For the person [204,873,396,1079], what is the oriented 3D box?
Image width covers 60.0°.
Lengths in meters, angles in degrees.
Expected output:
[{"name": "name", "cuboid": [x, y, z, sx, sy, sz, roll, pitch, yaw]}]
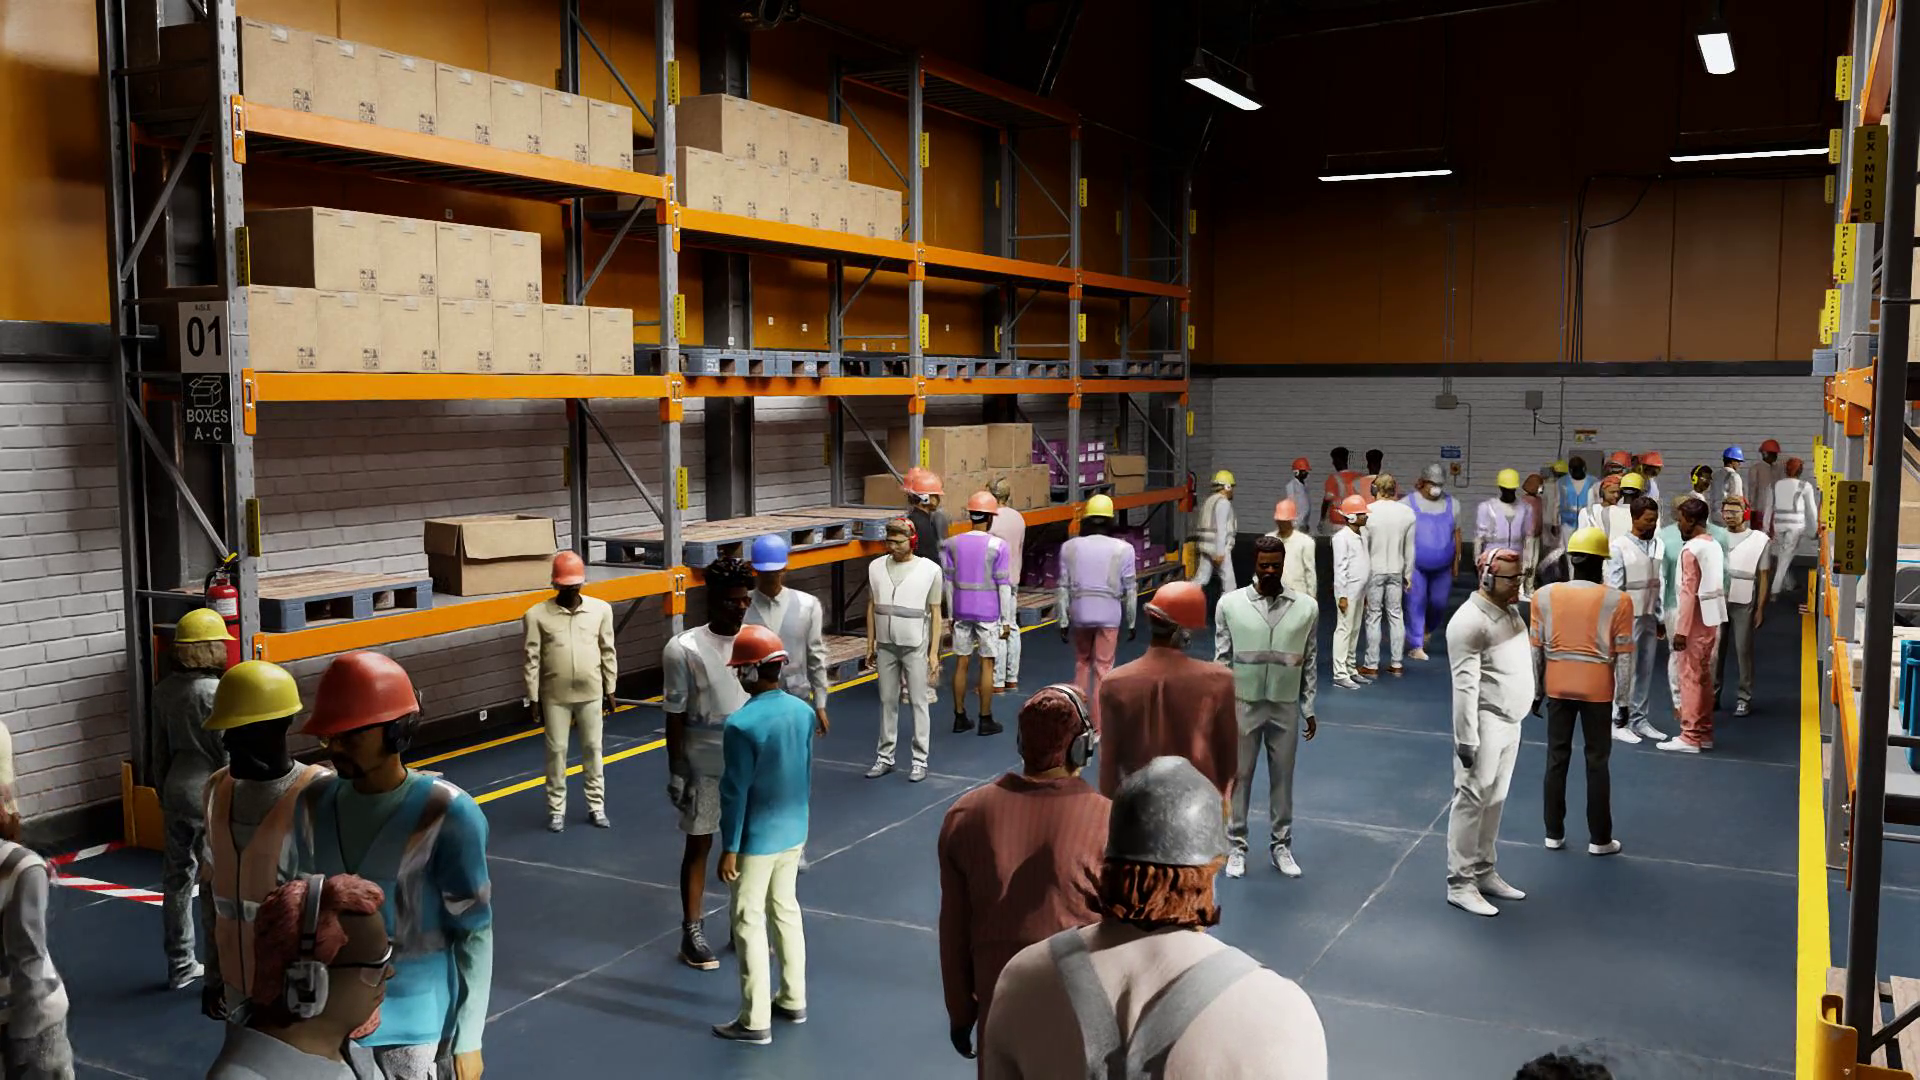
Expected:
[{"name": "person", "cuboid": [-1.134, 1.532, 2.966, 0.401, 1.900, 0.643, -1, 5, -10]}]

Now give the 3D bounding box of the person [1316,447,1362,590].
[{"name": "person", "cuboid": [5.076, -0.280, 22.260, 0.603, 1.935, 0.562, -3, 6, -33]}]

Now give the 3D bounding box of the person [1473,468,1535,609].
[{"name": "person", "cuboid": [5.682, 0.188, 17.395, 0.623, 1.905, 0.552, 0, 5, -2]}]

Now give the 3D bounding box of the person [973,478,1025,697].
[{"name": "person", "cuboid": [0.339, 0.415, 14.749, 0.363, 1.939, 0.636, 3, 6, 32]}]

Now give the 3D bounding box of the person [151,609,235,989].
[{"name": "person", "cuboid": [-3.441, 1.180, 7.575, 0.487, 1.740, 0.313, 2, 6, 23]}]

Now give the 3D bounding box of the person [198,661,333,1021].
[{"name": "person", "cuboid": [-2.099, 1.319, 5.088, 0.595, 1.925, 0.374, 2, 6, 22]}]

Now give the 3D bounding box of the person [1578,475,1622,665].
[{"name": "person", "cuboid": [6.324, 0.304, 16.274, 0.575, 1.880, 0.359, 0, 5, 1]}]

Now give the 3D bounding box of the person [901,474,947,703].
[{"name": "person", "cuboid": [-0.325, 0.420, 14.474, 0.416, 1.986, 0.618, 0, 5, -2]}]

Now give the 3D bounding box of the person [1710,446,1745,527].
[{"name": "person", "cuboid": [10.267, -0.280, 22.241, 0.400, 1.938, 0.602, -1, 5, -8]}]

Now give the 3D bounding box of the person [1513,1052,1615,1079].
[{"name": "person", "cuboid": [1.038, 1.667, 2.849, 0.533, 1.657, 0.855, 4, 7, 37]}]

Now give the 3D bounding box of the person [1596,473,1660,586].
[{"name": "person", "cuboid": [6.445, 0.306, 16.092, 0.591, 1.911, 0.397, 3, 6, 29]}]

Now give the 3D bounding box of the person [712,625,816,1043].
[{"name": "person", "cuboid": [-0.843, 1.230, 7.070, 0.354, 1.737, 0.574, 3, 6, 28]}]

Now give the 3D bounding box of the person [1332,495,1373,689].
[{"name": "person", "cuboid": [3.582, 0.466, 15.166, 0.319, 1.755, 0.572, 4, 6, 33]}]

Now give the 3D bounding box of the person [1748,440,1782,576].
[{"name": "person", "cuboid": [11.530, -0.446, 23.807, 0.617, 1.985, 0.411, -3, 6, -26]}]

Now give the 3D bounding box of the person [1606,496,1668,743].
[{"name": "person", "cuboid": [5.213, 0.610, 12.847, 0.603, 1.906, 0.411, -3, 6, -33]}]

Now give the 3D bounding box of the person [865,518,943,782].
[{"name": "person", "cuboid": [-0.391, 0.758, 11.604, 0.563, 1.838, 0.389, 2, 6, 22]}]

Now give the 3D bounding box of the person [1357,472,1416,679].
[{"name": "person", "cuboid": [3.966, 0.334, 15.627, 0.637, 1.938, 0.355, -1, 5, -15]}]

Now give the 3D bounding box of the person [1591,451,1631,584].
[{"name": "person", "cuboid": [7.682, -0.047, 19.496, 0.409, 1.985, 0.627, -5, 7, -43]}]

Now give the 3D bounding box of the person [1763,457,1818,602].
[{"name": "person", "cuboid": [10.624, -0.131, 21.237, 0.964, 1.835, 0.580, -3, 6, -31]}]

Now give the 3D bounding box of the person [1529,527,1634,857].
[{"name": "person", "cuboid": [3.649, 0.886, 9.788, 0.589, 1.919, 0.392, 4, 6, 35]}]

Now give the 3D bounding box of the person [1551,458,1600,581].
[{"name": "person", "cuboid": [8.241, -0.195, 22.099, 0.715, 1.785, 0.923, 2, 6, 18]}]

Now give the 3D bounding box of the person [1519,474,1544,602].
[{"name": "person", "cuboid": [7.265, -0.024, 21.164, 0.513, 1.625, 0.283, -4, 7, -40]}]

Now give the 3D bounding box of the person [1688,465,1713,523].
[{"name": "person", "cuboid": [8.247, 0.092, 18.637, 0.330, 1.865, 0.518, 3, 6, 32]}]

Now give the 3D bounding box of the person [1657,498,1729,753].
[{"name": "person", "cuboid": [5.549, 0.641, 12.508, 0.399, 1.906, 0.603, 5, 7, 40]}]

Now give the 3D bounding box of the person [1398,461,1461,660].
[{"name": "person", "cuboid": [4.709, 0.173, 16.811, 0.707, 2.000, 0.729, 0, 5, -1]}]

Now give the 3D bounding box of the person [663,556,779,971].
[{"name": "person", "cuboid": [-1.114, 1.046, 7.901, 0.605, 1.958, 0.374, -4, 6, -34]}]

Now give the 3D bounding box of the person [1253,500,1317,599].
[{"name": "person", "cuboid": [2.998, 0.475, 15.387, 0.578, 1.704, 0.905, 4, 7, 39]}]

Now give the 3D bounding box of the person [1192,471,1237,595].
[{"name": "person", "cuboid": [2.925, 0.104, 18.981, 0.876, 1.784, 0.603, -2, 6, -18]}]

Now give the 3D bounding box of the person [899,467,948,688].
[{"name": "person", "cuboid": [-0.401, 0.362, 14.891, 0.626, 2.026, 0.611, -2, 6, -24]}]

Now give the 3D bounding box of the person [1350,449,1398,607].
[{"name": "person", "cuboid": [5.138, -0.148, 20.660, 0.607, 1.966, 0.367, 2, 6, 19]}]

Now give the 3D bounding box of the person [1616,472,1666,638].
[{"name": "person", "cuboid": [7.317, 0.175, 18.050, 0.769, 1.824, 0.385, 1, 5, 14]}]

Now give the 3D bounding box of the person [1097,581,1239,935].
[{"name": "person", "cuboid": [0.890, 1.128, 7.172, 0.584, 1.921, 0.983, 1, 5, 15]}]

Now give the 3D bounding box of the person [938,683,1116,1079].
[{"name": "person", "cuboid": [0.269, 1.359, 4.771, 0.652, 1.906, 0.402, 2, 6, 23]}]

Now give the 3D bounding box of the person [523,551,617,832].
[{"name": "person", "cuboid": [-2.396, 0.930, 10.275, 0.574, 1.740, 0.355, -2, 6, -24]}]

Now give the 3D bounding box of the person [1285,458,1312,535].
[{"name": "person", "cuboid": [4.720, -0.269, 23.100, 0.339, 1.749, 0.573, 4, 6, 35]}]

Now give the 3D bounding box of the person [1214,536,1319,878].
[{"name": "person", "cuboid": [1.717, 0.928, 9.348, 0.592, 1.919, 0.392, 0, 5, -2]}]

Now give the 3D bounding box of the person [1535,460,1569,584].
[{"name": "person", "cuboid": [8.178, -0.238, 22.866, 0.759, 1.741, 0.530, -3, 6, -28]}]

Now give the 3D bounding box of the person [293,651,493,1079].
[{"name": "person", "cuboid": [-1.586, 1.311, 4.554, 0.615, 2.041, 0.391, 2, 6, 19]}]

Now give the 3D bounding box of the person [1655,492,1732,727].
[{"name": "person", "cuboid": [5.878, 0.557, 13.401, 0.647, 1.900, 0.604, 1, 5, 12]}]

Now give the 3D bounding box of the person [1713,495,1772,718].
[{"name": "person", "cuboid": [6.449, 0.543, 13.871, 0.390, 1.846, 0.565, -5, 7, -43]}]

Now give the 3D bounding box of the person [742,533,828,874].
[{"name": "person", "cuboid": [-1.052, 0.922, 9.310, 0.622, 1.937, 0.418, -1, 6, -16]}]

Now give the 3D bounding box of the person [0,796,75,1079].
[{"name": "person", "cuboid": [-2.940, 1.485, 4.968, 0.528, 1.608, 0.730, 1, 5, 14]}]

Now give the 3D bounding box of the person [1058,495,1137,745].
[{"name": "person", "cuboid": [1.081, 0.604, 12.880, 0.593, 1.905, 0.698, 2, 6, 20]}]

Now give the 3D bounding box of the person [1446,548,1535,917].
[{"name": "person", "cuboid": [2.806, 0.989, 8.745, 0.401, 1.907, 0.648, 5, 7, 41]}]

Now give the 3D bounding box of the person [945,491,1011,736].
[{"name": "person", "cuboid": [0.154, 0.578, 13.091, 0.550, 1.925, 0.393, 2, 6, 25]}]
